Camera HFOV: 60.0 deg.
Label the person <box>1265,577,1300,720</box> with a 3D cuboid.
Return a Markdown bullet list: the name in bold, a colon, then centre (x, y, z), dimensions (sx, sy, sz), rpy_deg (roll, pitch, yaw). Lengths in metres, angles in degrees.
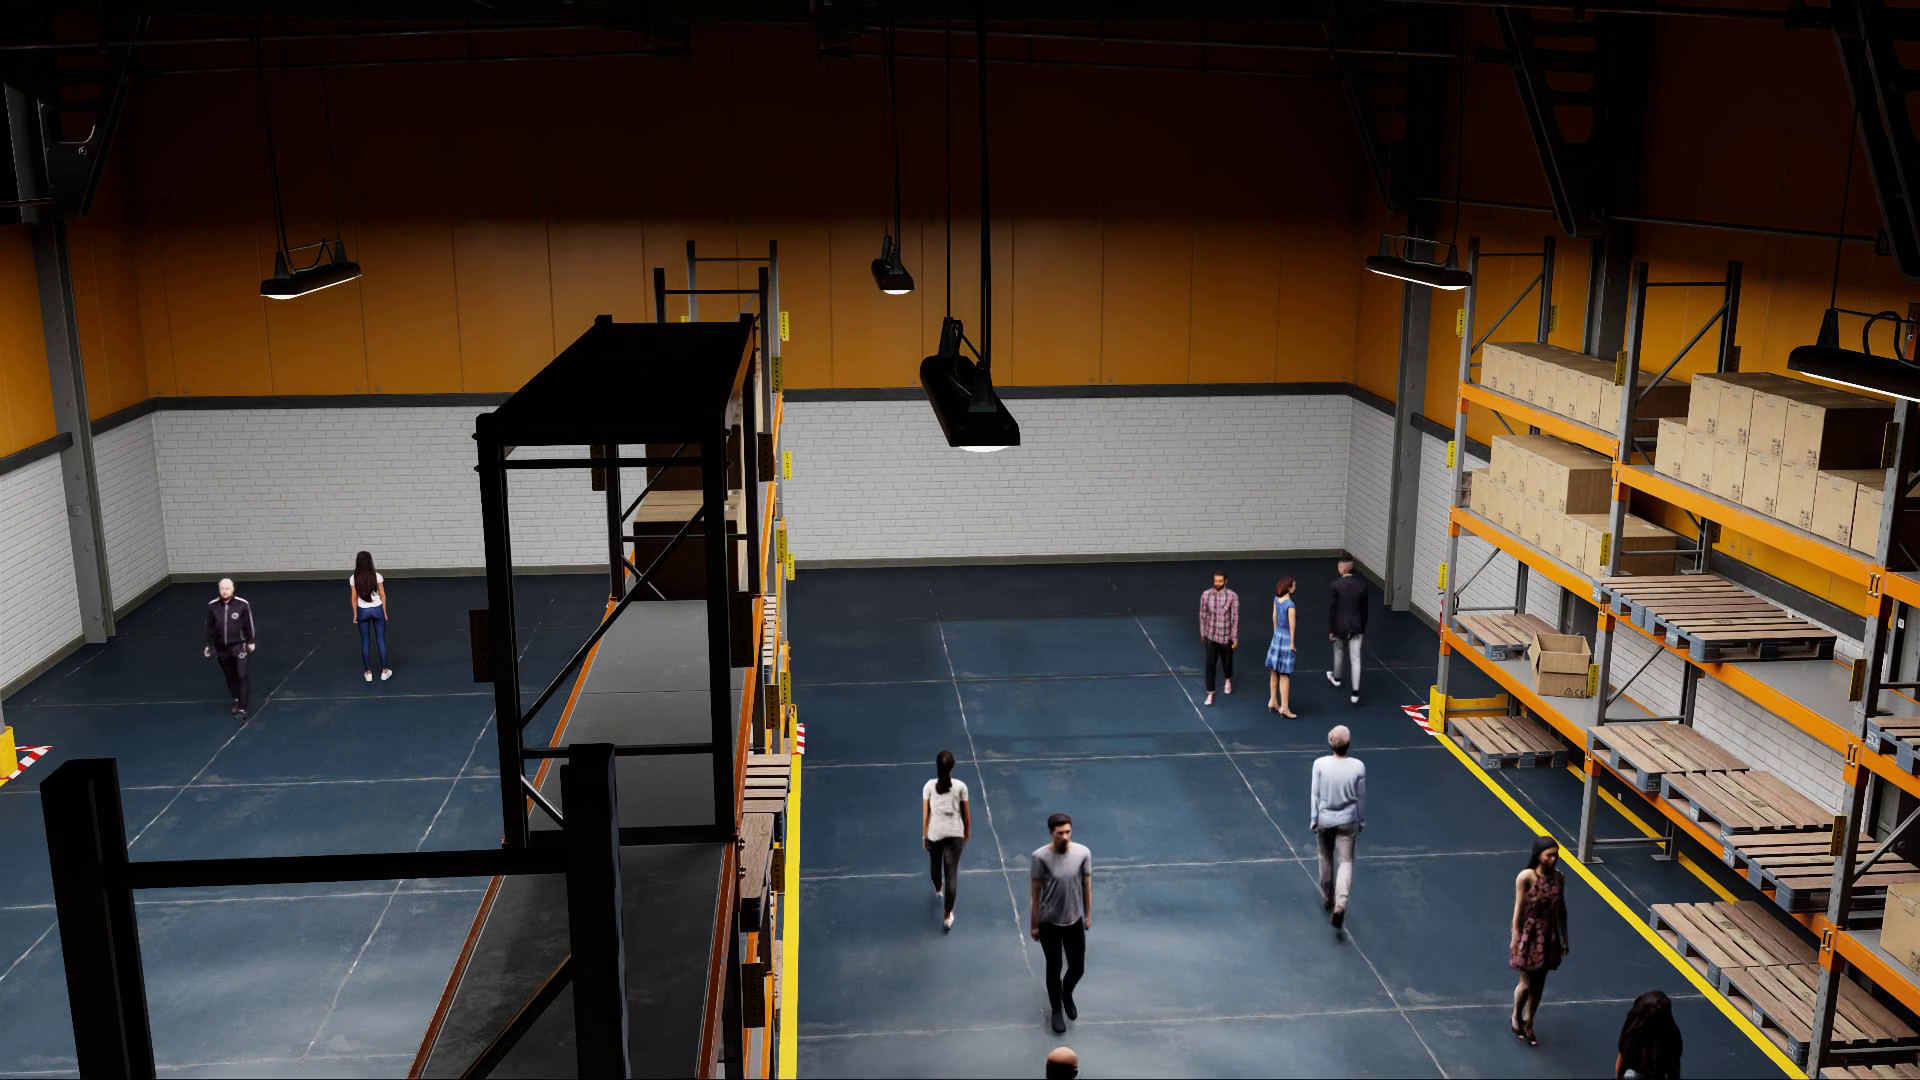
- **person**: centre (4.073, 1.337, 20.876), dimensions (0.784, 1.805, 0.606), rpy_deg (-5, 14, -18)

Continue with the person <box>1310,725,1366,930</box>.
- **person**: centre (3.467, 2.654, 15.314), dimensions (0.912, 1.863, 1.251), rpy_deg (3, 14, 13)

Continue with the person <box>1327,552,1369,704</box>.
- **person**: centre (5.030, 1.158, 21.409), dimensions (0.796, 1.901, 1.204), rpy_deg (0, 14, 1)

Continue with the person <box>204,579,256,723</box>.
- **person**: centre (-9.118, 1.352, 20.861), dimensions (0.726, 1.783, 1.180), rpy_deg (-2, 14, -7)

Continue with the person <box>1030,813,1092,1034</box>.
- **person**: centre (0.805, 3.075, 13.595), dimensions (0.674, 1.853, 0.656), rpy_deg (-2, 14, -8)

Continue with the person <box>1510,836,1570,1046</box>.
- **person**: centre (4.589, 3.183, 13.329), dimensions (0.699, 1.769, 0.734), rpy_deg (-3, 14, -14)

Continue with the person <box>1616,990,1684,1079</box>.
- **person**: centre (4.578, 3.785, 11.156), dimensions (0.672, 1.621, 0.716), rpy_deg (7, 15, 28)

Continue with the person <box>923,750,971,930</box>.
- **person**: centre (-0.135, 2.784, 15.346), dimensions (0.677, 1.595, 1.097), rpy_deg (0, 14, 2)

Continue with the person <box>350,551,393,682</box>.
- **person**: centre (-7.900, 1.012, 22.282), dimensions (0.621, 1.775, 0.552), rpy_deg (-3, 14, -13)

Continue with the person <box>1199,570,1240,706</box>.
- **person**: centre (3.373, 1.222, 21.486), dimensions (0.921, 1.741, 1.091), rpy_deg (5, 14, 18)
